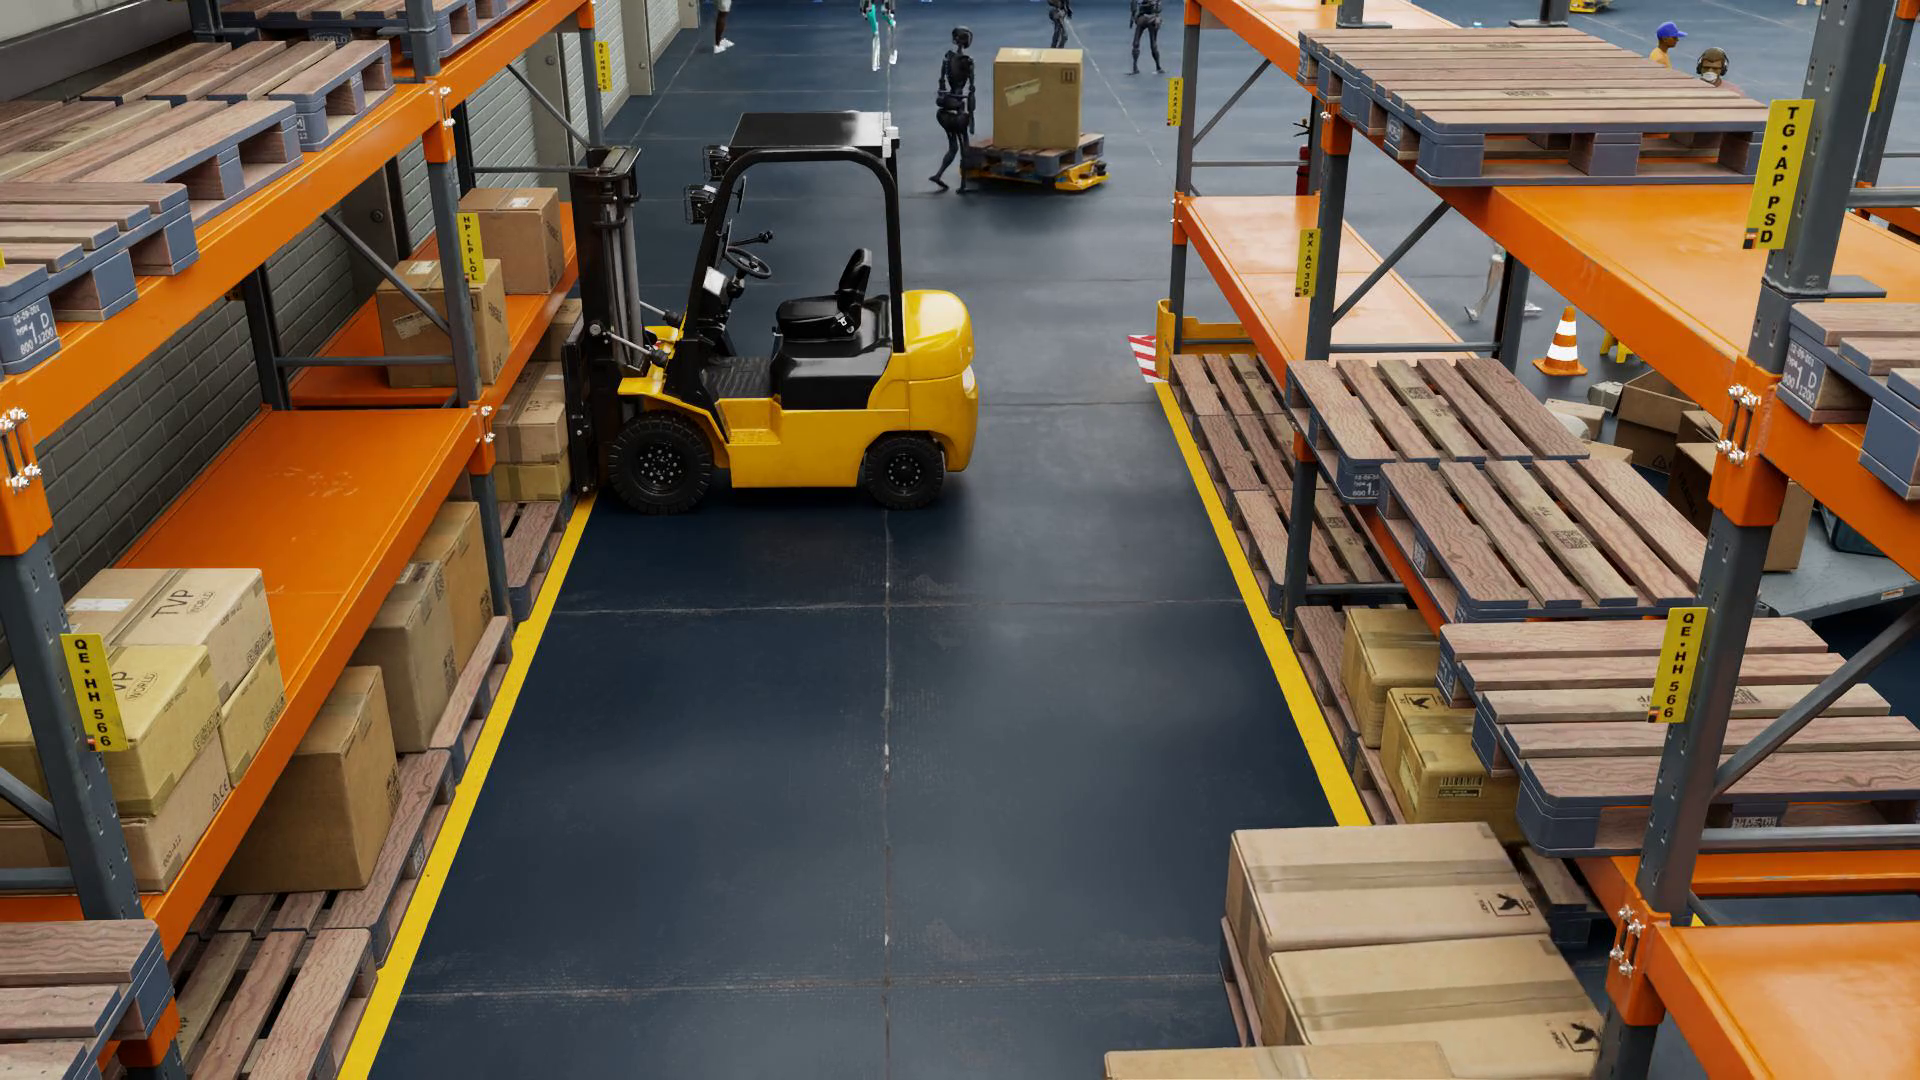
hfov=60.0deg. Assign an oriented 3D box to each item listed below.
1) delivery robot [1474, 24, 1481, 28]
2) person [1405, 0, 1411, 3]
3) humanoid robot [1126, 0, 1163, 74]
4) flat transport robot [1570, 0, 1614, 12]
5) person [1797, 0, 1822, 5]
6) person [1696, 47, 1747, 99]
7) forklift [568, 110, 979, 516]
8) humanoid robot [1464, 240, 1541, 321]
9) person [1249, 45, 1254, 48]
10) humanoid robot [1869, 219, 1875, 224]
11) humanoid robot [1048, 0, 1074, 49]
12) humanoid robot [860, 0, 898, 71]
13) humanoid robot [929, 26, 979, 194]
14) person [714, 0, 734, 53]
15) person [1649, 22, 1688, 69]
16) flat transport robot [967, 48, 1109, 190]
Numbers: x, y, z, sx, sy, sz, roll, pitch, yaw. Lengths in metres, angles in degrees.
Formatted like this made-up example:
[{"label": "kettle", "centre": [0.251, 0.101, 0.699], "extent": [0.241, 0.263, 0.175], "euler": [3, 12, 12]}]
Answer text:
[{"label": "delivery robot", "centre": [7.503, -7.198, 24.226], "extent": [0.499, 0.607, 0.808], "euler": [7, 26, 14]}, {"label": "person", "centre": [6.660, -8.327, 25.091], "extent": [0.563, 1.844, 0.385], "euler": [-7, 26, -14]}, {"label": "humanoid robot", "centre": [2.638, -7.354, 23.254], "extent": [0.489, 1.646, 0.589], "euler": [-21, 32, -37]}, {"label": "flat transport robot", "centre": [11.033, -9.549, 29.526], "extent": [0.659, 0.231, 1.431], "euler": [14, 29, 28]}, {"label": "person", "centre": [15.408, -10.563, 29.775], "extent": [0.531, 1.893, 0.400], "euler": [6, 26, 13]}, {"label": "person", "centre": [6.252, -3.197, 14.139], "extent": [0.621, 1.932, 0.369], "euler": [11, 27, 22]}, {"label": "forklift", "centre": [-1.043, -1.379, 9.976], "extent": [2.313, 2.155, 1.214], "euler": [-1, 25, -2]}, {"label": "humanoid robot", "centre": [4.357, -2.542, 13.033], "extent": [0.877, 1.843, 0.554], "euler": [-1, 25, -3]}, {"label": "person", "centre": [4.804, -8.327, 25.230], "extent": [0.690, 1.728, 0.572], "euler": [22, 33, 38]}, {"label": "humanoid robot", "centre": [7.106, -2.699, 13.306], "extent": [0.556, 1.772, 0.817], "euler": [-23, 34, -40]}, {"label": "humanoid robot", "centre": [1.417, -7.619, 23.798], "extent": [0.427, 1.638, 0.584], "euler": [9, 27, 18]}, {"label": "humanoid robot", "centre": [-1.095, -7.648, 23.823], "extent": [0.543, 1.769, 0.980], "euler": [6, 26, 13]}, {"label": "humanoid robot", "centre": [-0.086, -4.379, 16.943], "extent": [0.443, 1.644, 0.615], "euler": [-17, 30, -31]}, {"label": "person", "centre": [-3.560, -8.317, 25.069], "extent": [0.641, 1.854, 0.635], "euler": [17, 30, 32]}, {"label": "person", "centre": [7.031, -4.350, 16.818], "extent": [0.356, 1.718, 0.440], "euler": [8, 27, 17]}, {"label": "flat transport robot", "centre": [0.799, -3.922, 17.608], "extent": [1.431, 0.231, 0.659], "euler": [15, 29, 28]}]
